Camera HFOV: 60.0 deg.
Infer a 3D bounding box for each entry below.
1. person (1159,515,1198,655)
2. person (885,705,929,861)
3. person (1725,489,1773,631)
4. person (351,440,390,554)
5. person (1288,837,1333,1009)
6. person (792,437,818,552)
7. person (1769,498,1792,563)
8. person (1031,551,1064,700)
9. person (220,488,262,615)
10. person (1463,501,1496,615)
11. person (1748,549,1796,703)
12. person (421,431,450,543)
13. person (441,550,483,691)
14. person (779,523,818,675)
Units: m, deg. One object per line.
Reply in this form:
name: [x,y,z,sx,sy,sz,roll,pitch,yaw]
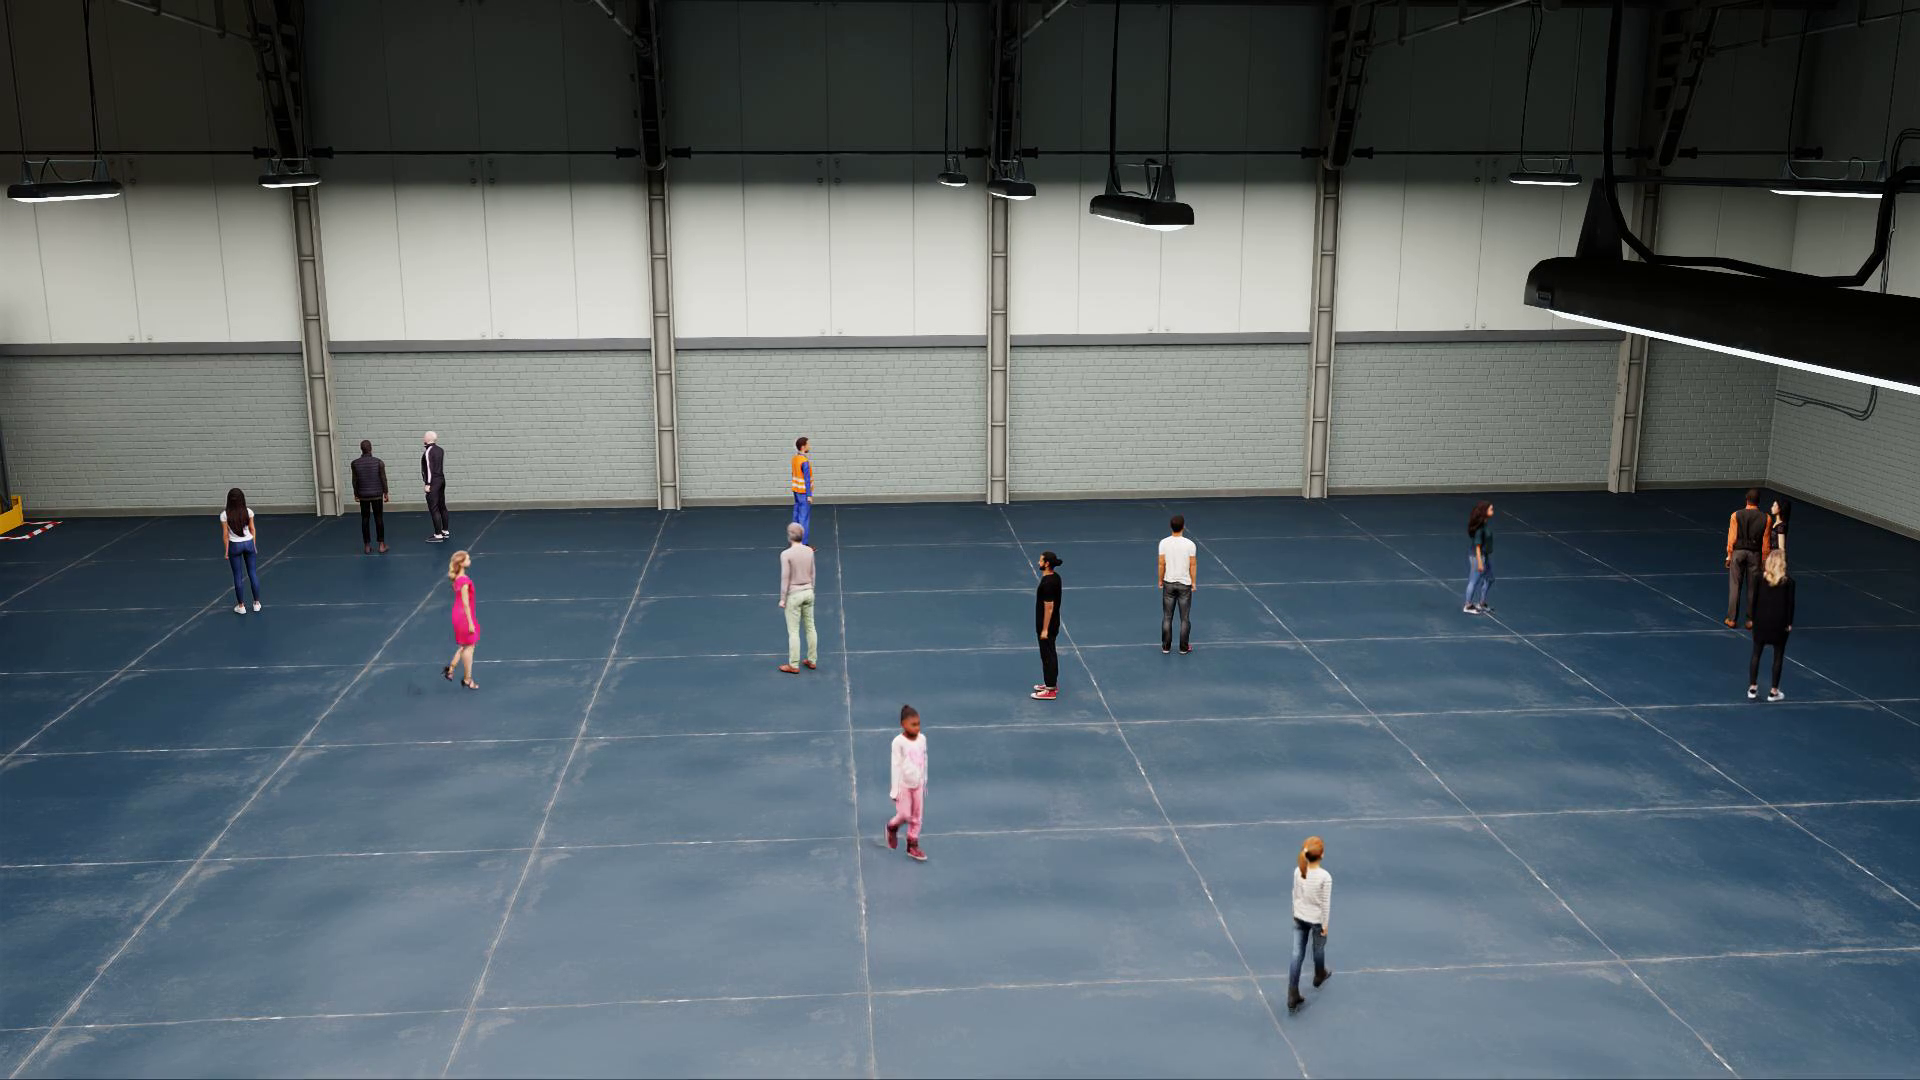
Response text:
person: [2.781,0.560,21.337,0.611,1.804,0.775,4,14,16]
person: [-0.506,2.189,15.118,0.769,1.436,0.804,-10,16,-36]
person: [10.624,0.247,22.456,0.720,1.908,0.853,5,14,21]
person: [-9.483,-0.710,26.748,0.503,1.836,0.756,-2,13,-7]
person: [2.586,2.882,12.459,0.889,1.285,0.913,9,16,35]
person: [-2.542,-0.745,26.842,0.757,1.862,0.781,-7,15,-28]
person: [11.002,0.315,22.423,0.611,1.791,0.660,4,14,15]
person: [1.039,0.989,19.585,0.654,1.758,0.688,2,13,10]
person: [-10.025,0.139,23.216,0.618,1.775,0.728,-9,16,-34]
person: [7.148,0.244,23.144,0.800,1.605,0.747,7,15,27]
person: [9.499,0.989,19.492,0.662,1.801,0.721,11,17,39]
person: [-8.697,-0.903,27.580,0.650,1.837,0.715,2,13,7]
person: [-5.990,0.962,19.795,0.853,1.716,0.753,-7,15,-28]
person: [-1.989,0.711,20.539,0.744,1.869,0.832,-11,17,-40]
